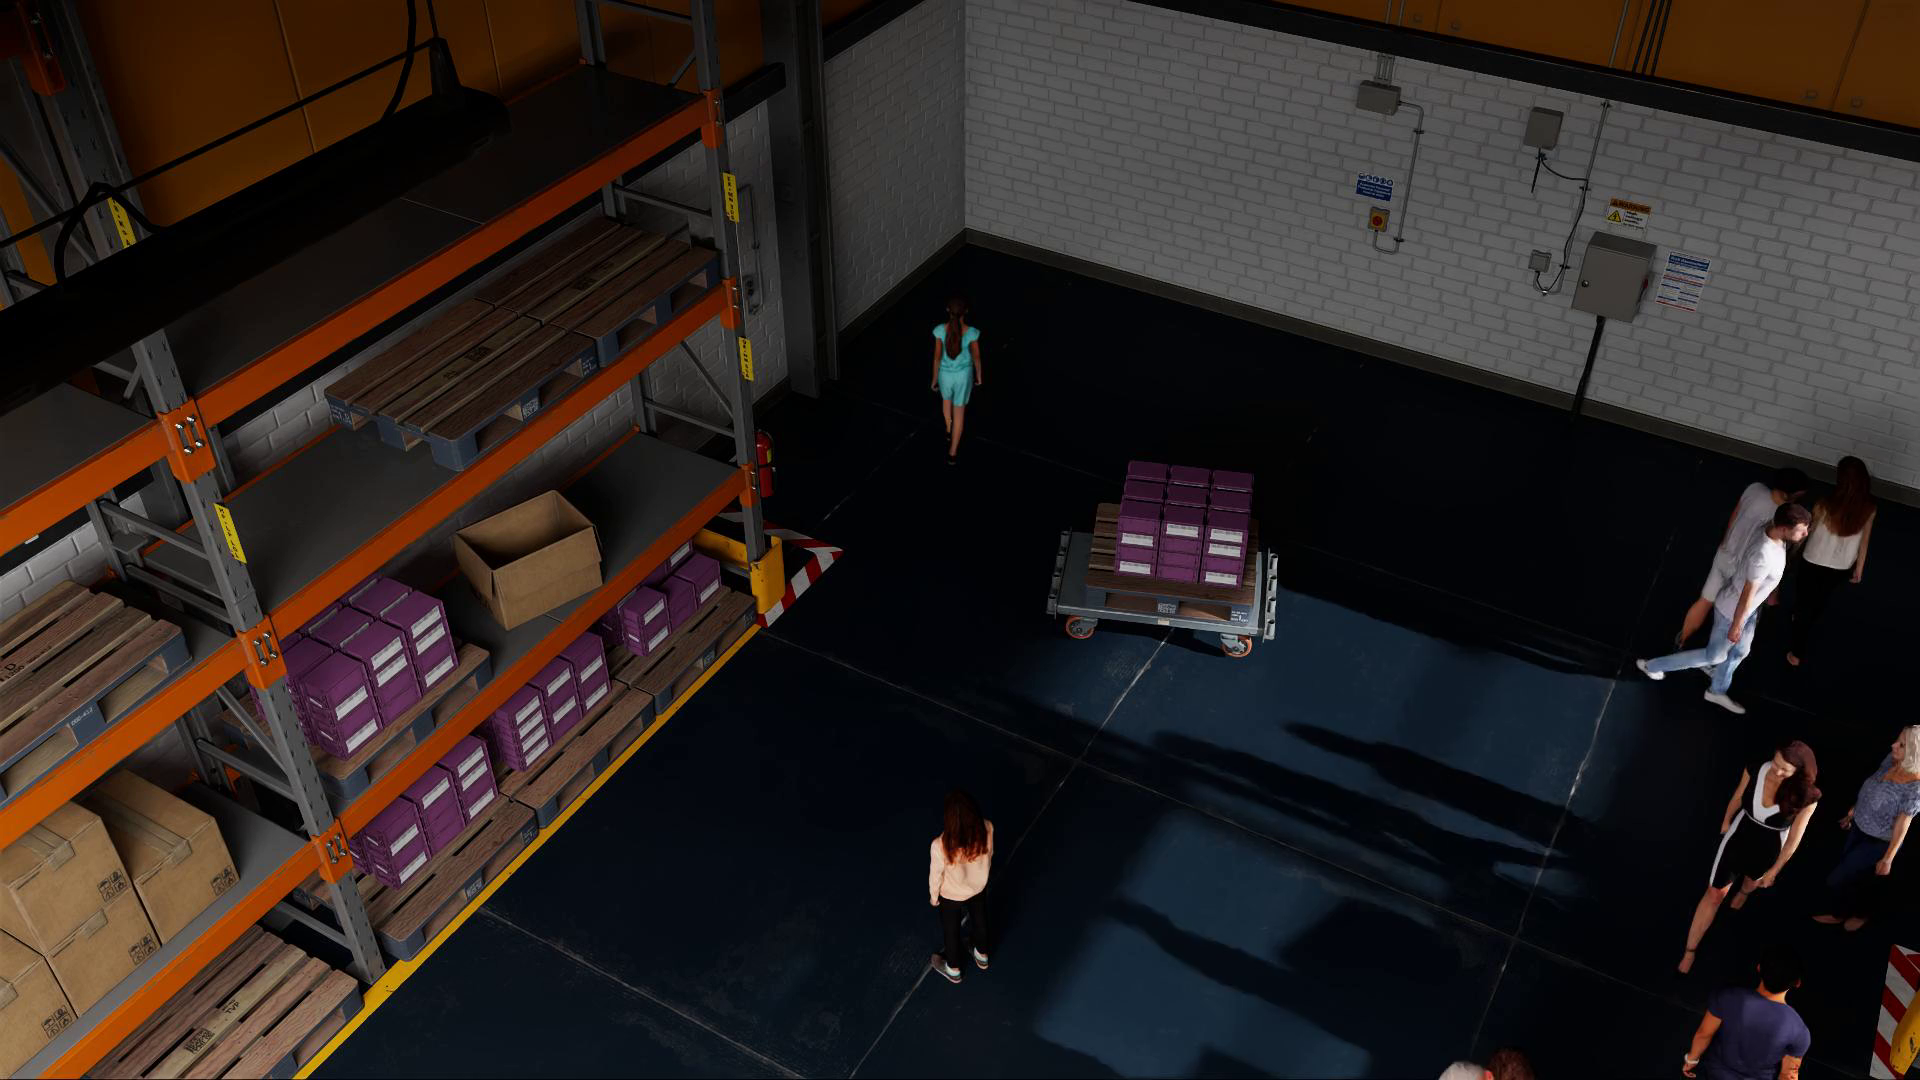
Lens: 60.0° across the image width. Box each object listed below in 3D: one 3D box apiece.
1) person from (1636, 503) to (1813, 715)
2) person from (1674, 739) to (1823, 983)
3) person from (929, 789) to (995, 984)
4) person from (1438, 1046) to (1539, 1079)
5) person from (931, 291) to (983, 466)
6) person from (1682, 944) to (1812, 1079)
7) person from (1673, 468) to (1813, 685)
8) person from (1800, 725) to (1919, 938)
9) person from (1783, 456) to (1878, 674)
[{"bbox_3d":[5.169,0.438,11.256,0.760,1.816,0.945,19,42,23],"label":"person"},{"bbox_3d":[4.658,1.757,9.666,0.758,1.741,1.204,30,47,32],"label":"person"},{"bbox_3d":[0.016,1.989,9.583,0.575,1.481,0.692,-21,43,-25],"label":"person"},{"bbox_3d":[2.516,2.934,8.105,0.786,1.850,1.152,24,45,27],"label":"person"},{"bbox_3d":[-0.048,-1.302,13.657,0.739,1.540,0.898,5,39,7],"label":"person"},{"bbox_3d":[3.869,2.773,8.394,1.254,1.739,0.862,-32,48,-34],"label":"person"},{"bbox_3d":[5.411,0.200,11.554,0.906,1.817,0.823,-17,42,-20],"label":"person"},{"bbox_3d":[5.431,1.738,9.712,0.750,1.713,0.661,7,39,8],"label":"person"},{"bbox_3d":[6.072,0.232,11.620,0.859,1.684,1.006,5,39,7],"label":"person"}]
